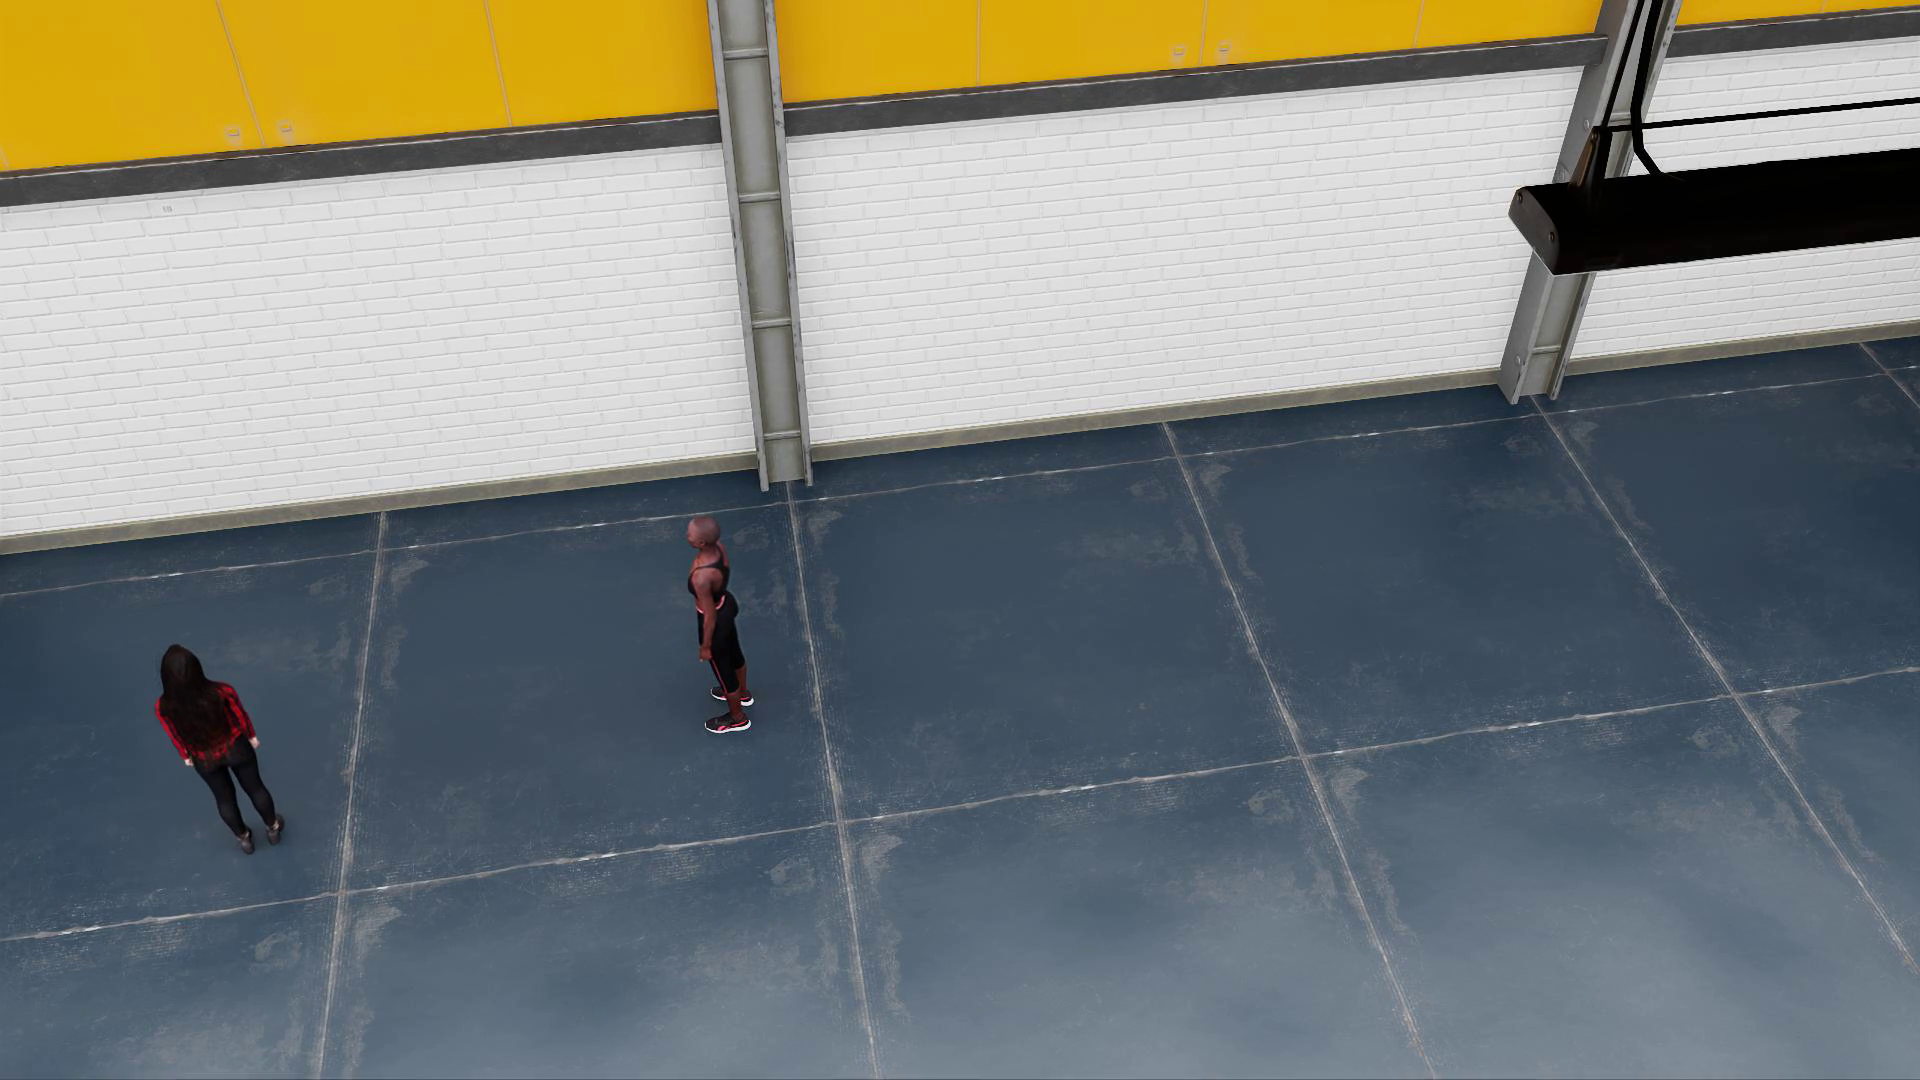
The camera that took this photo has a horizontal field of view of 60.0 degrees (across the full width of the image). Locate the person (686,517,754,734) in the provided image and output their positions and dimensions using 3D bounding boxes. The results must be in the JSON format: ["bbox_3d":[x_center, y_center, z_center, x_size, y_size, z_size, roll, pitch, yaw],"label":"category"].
[{"bbox_3d":[-1.499,0.513,10.346,0.626,1.758,0.639,4,44,4],"label":"person"}]

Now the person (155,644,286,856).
[{"bbox_3d":[-4.295,1.235,9.662,0.529,1.656,0.692,-17,46,-17],"label":"person"}]
